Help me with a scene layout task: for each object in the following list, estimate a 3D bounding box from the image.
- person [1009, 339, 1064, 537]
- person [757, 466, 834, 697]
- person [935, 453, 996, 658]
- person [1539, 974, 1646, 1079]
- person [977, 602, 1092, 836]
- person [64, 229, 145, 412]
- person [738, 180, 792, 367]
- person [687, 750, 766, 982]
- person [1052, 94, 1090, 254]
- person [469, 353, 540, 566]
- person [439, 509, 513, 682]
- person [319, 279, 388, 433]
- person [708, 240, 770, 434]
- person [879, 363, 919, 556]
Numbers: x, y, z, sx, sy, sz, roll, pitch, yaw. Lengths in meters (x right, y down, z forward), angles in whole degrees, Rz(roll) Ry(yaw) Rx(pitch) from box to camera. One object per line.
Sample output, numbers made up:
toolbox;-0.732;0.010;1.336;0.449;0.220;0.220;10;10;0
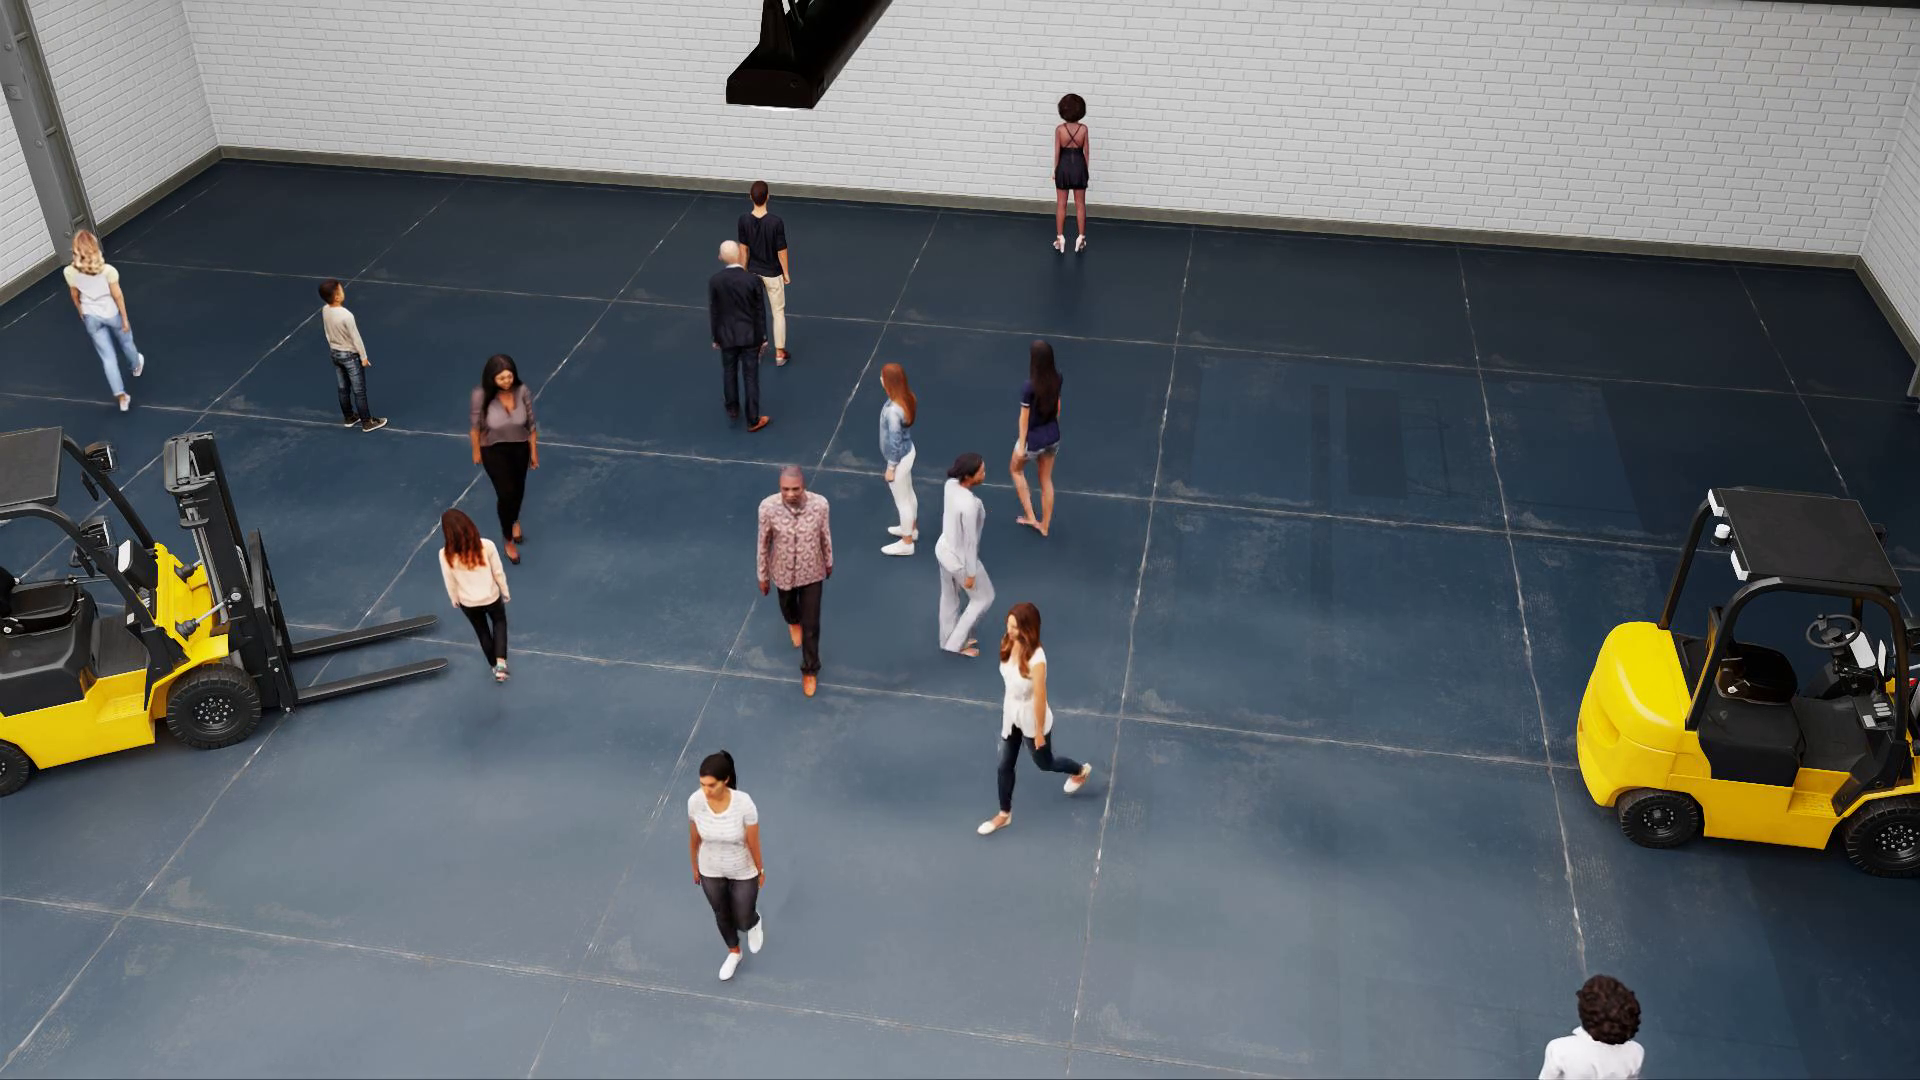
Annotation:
person;0.688;-0.771;13.527;0.739;1.752;0.795;-19;38;-26
person;-1.180;0.162;12.092;0.885;1.785;1.227;-2;34;-3
person;-0.080;0.137;12.188;0.827;1.721;0.744;-16;37;-22
person;3.001;2.805;8.096;0.662;1.809;0.619;0;34;1
person;0.512;1.114;10.689;1.128;1.754;1.085;-21;39;-28
person;-7.958;-1.996;15.441;0.964;1.673;1.207;-10;35;-14
person;-1.896;-2.592;16.177;0.626;1.851;0.533;6;34;8
person;-1.319;1.850;9.688;0.592;1.636;0.646;7;34;11
person;1.235;-4.055;18.436;0.612;1.787;0.611;-1;34;-2
person;-3.695;-0.741;13.427;0.895;1.811;0.955;-17;37;-24
person;-3.453;0.450;11.949;0.699;1.464;0.744;-6;34;-9
person;-5.600;-1.685;15.162;0.614;1.463;0.588;16;37;23
person;-2.000;-1.821;15.081;0.717;1.781;0.789;4;34;7
person;-0.473;-0.657;13.402;0.674;1.700;0.435;5;34;8
